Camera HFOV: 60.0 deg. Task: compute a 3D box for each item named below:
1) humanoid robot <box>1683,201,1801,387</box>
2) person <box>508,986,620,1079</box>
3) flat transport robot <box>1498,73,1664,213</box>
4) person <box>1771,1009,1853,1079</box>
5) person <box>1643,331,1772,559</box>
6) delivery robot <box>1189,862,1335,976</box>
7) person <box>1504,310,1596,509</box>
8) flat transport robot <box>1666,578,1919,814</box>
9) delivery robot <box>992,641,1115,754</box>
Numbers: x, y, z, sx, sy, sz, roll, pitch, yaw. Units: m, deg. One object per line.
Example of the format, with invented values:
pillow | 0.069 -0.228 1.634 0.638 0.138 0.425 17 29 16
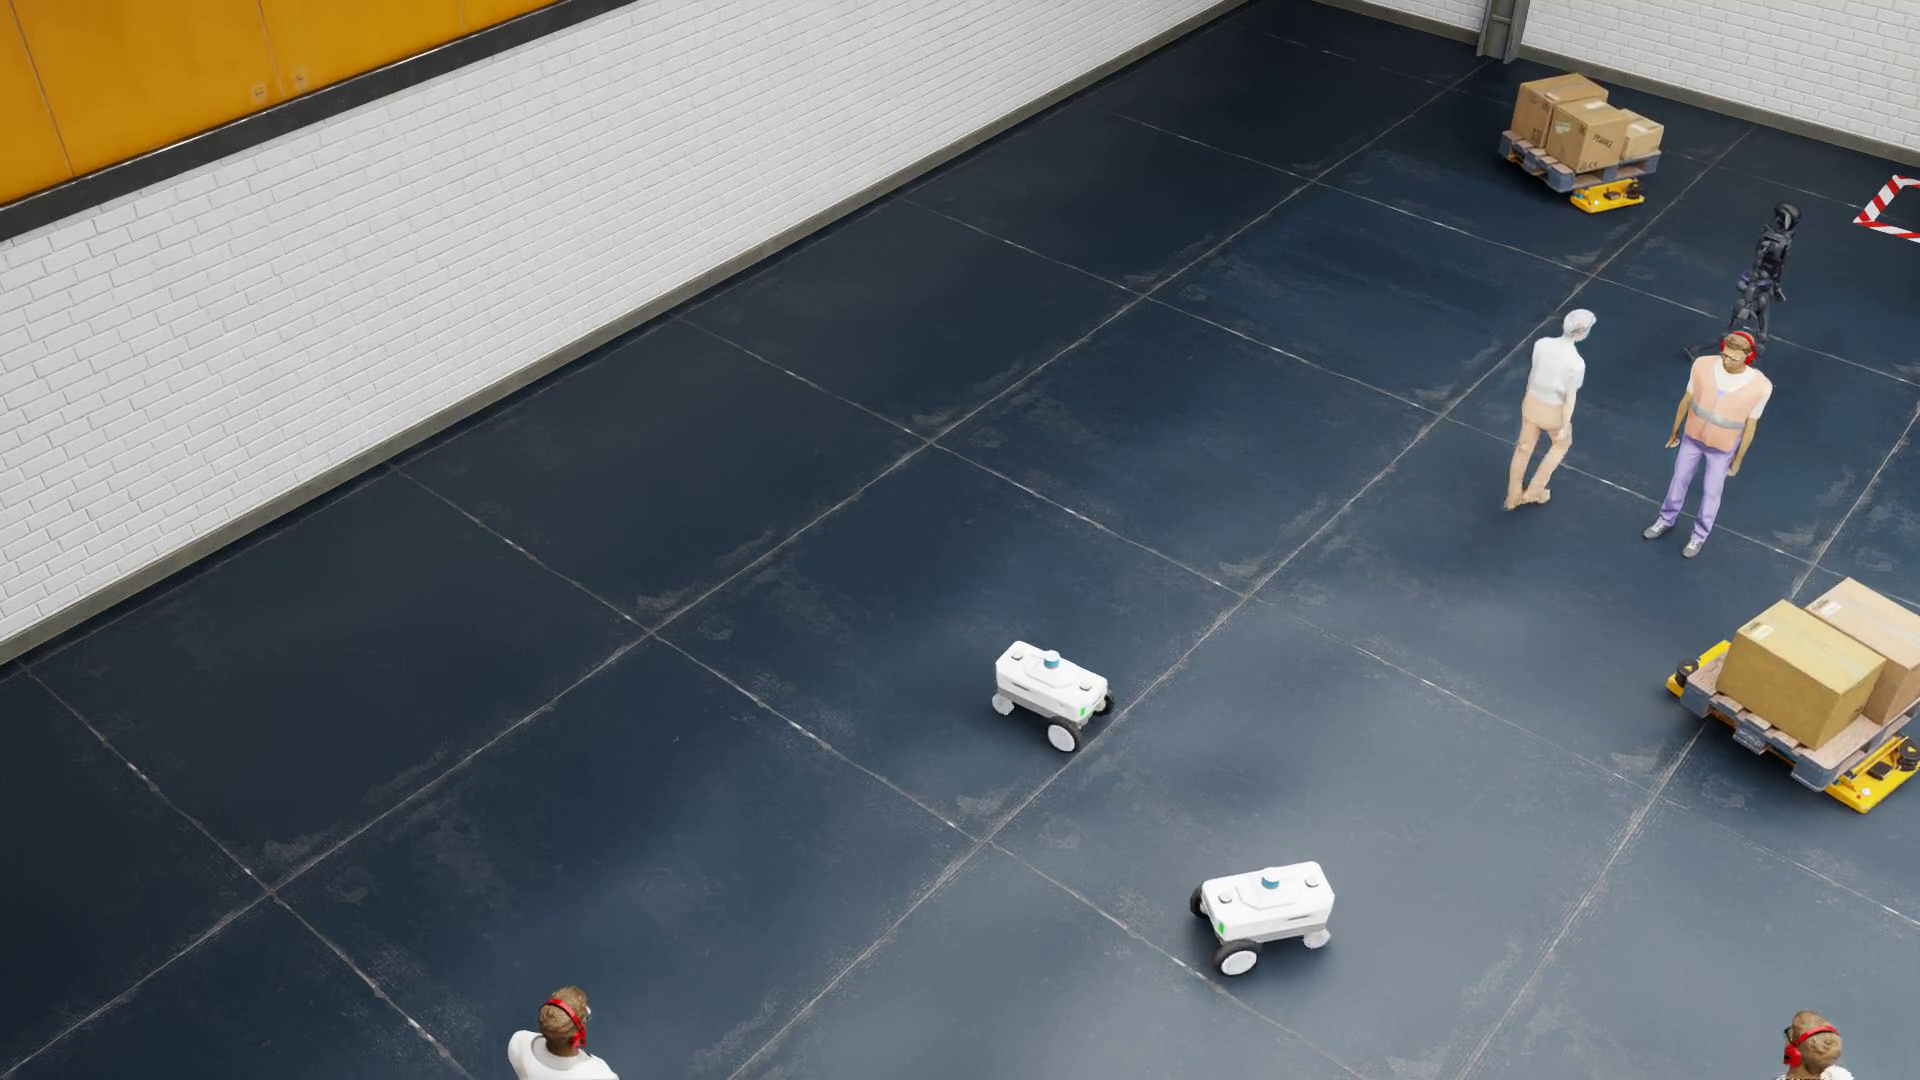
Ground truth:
humanoid robot | 6.577 -2.066 13.769 0.600 1.639 0.767 -30 47 -32
person | -1.745 2.729 7.655 0.565 1.834 0.404 17 42 20
flat transport robot | 6.245 -3.762 16.956 0.659 0.231 1.431 -14 41 -17
person | 3.610 2.809 7.555 0.581 1.828 0.462 -11 40 -14
person | 5.380 -0.715 11.925 0.558 1.836 0.376 31 48 33
delivery robot | 1.726 2.094 9.454 0.784 0.589 0.499 -8 40 -10
person | 4.370 -0.975 12.336 0.483 1.716 0.490 -24 45 -27
flat transport robot | 5.429 1.163 10.842 0.659 0.231 1.431 -25 45 -28
delivery robot | 0.614 0.988 10.841 0.781 0.605 0.499 23 44 26
